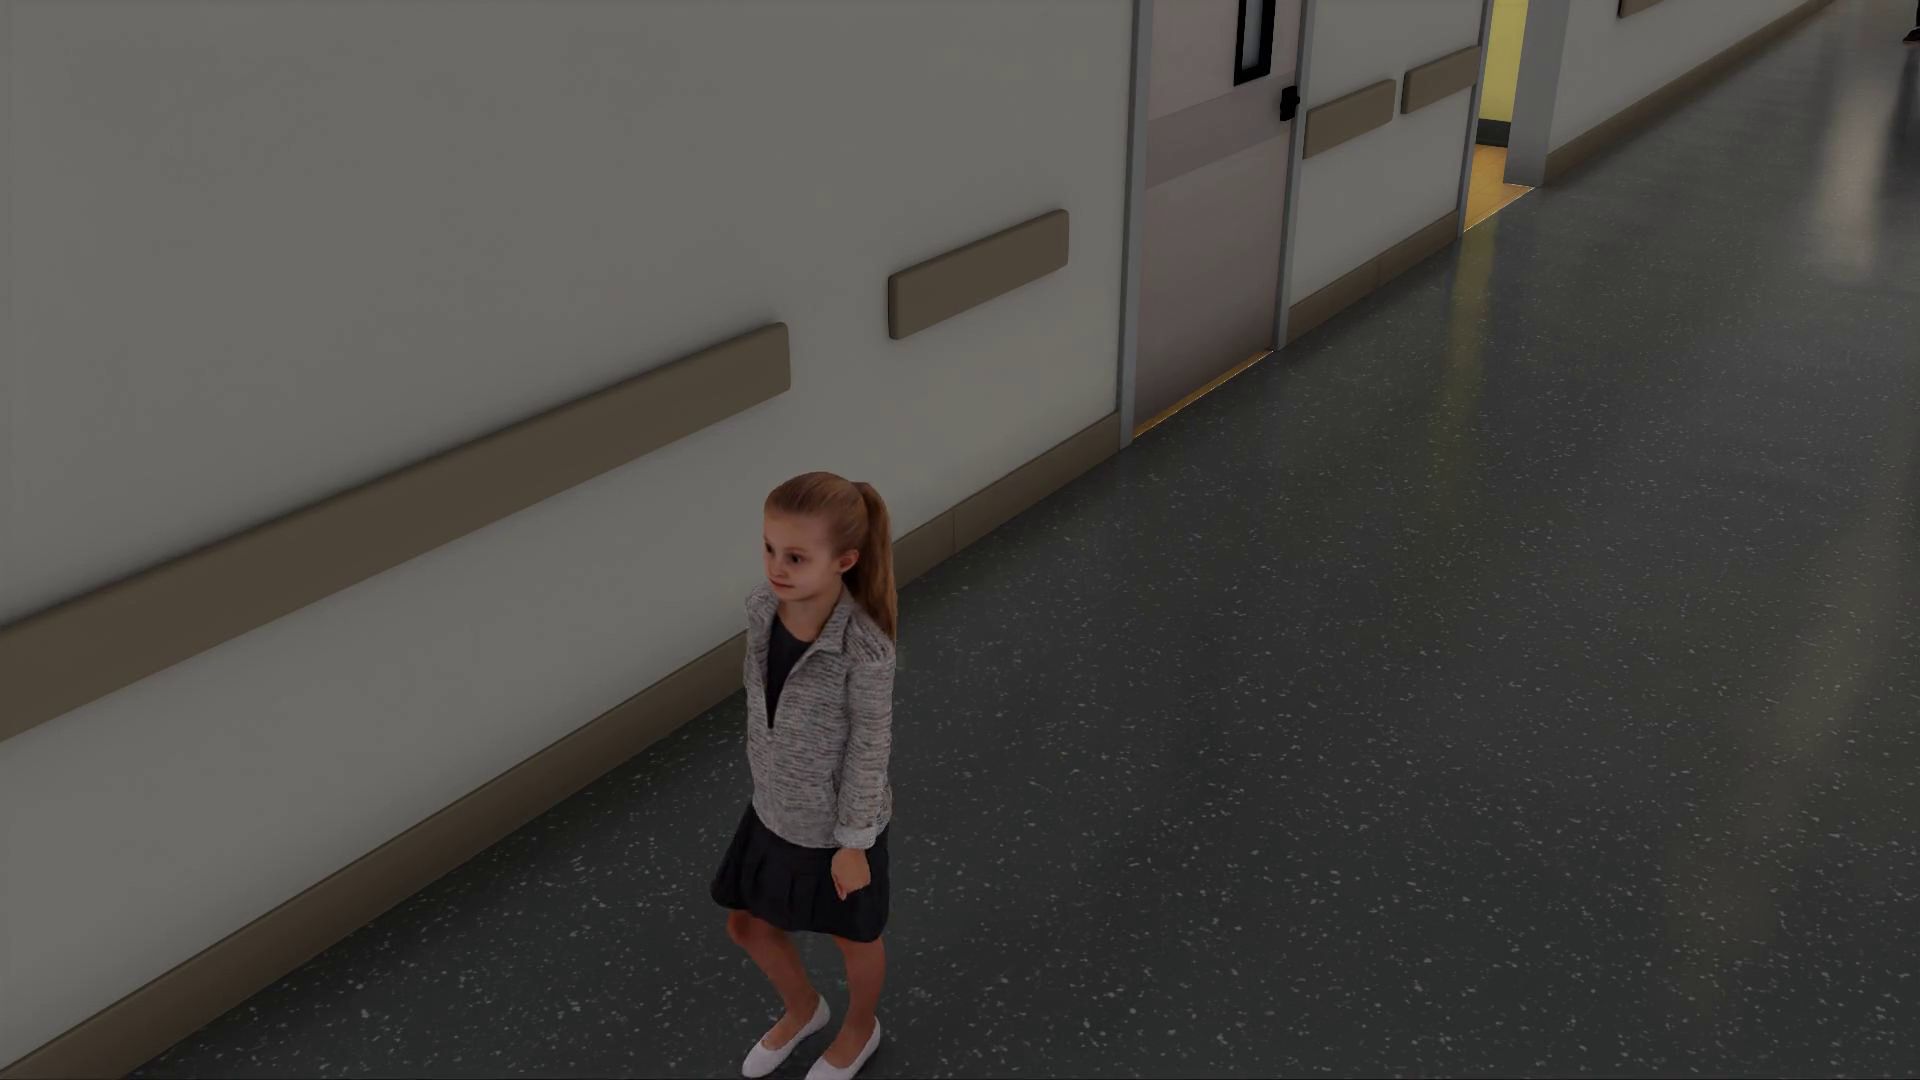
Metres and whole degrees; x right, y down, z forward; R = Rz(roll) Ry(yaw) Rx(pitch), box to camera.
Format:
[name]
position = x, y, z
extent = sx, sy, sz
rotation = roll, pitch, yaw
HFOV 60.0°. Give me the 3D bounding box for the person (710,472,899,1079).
[person]
position = -0.220, 0.445, 3.043
extent = 0.501, 1.268, 0.583
rotation = 19, 32, 35
